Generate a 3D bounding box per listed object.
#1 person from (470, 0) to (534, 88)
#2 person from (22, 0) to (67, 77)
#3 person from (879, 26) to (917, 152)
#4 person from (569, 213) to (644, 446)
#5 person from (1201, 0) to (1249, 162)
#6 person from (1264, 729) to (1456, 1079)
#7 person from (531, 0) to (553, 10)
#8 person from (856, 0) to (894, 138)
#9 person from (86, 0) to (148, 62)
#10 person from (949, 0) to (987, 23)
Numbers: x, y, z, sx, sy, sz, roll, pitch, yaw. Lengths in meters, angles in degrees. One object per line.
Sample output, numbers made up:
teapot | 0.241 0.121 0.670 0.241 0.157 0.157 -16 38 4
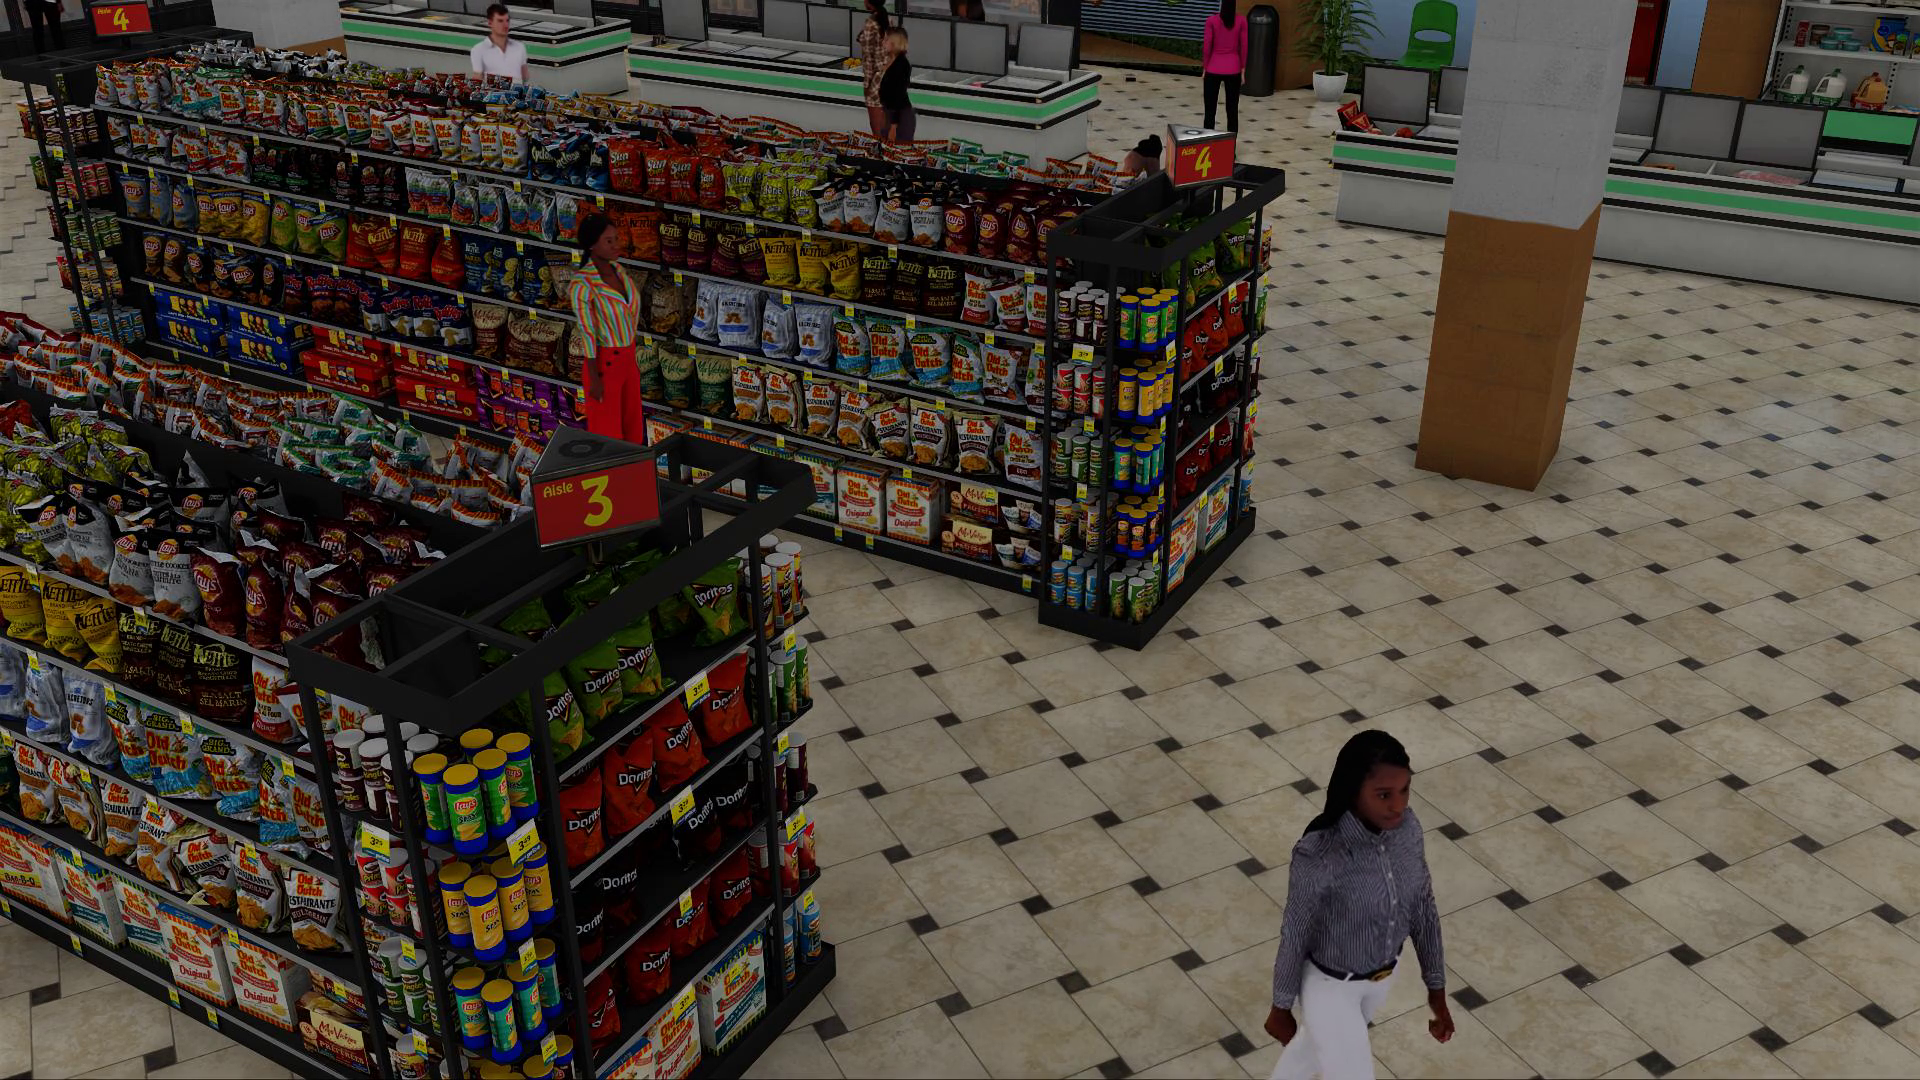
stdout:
person | -3.896 -3.607 14.144 0.786 1.838 0.807 -20 33 -34
person | -10.923 -6.426 19.724 0.680 1.818 0.816 3 27 5
person | -0.422 -3.518 14.169 0.783 1.657 0.718 -9 28 -16
person | -1.829 -0.842 8.742 0.564 1.793 0.620 10 29 20
person | 2.543 -4.507 16.072 0.644 1.699 0.742 1 27 3
person | 1.040 1.246 4.750 0.992 1.679 1.216 -15 31 -27
person | -5.698 -7.692 22.291 0.546 1.755 0.584 19 33 33
person | -0.754 -4.228 15.419 0.534 1.793 0.577 13 30 24
person | -8.172 -4.656 16.228 0.578 1.824 0.696 16 31 28
person | 0.169 -5.646 18.211 1.085 1.796 0.700 17 31 29
